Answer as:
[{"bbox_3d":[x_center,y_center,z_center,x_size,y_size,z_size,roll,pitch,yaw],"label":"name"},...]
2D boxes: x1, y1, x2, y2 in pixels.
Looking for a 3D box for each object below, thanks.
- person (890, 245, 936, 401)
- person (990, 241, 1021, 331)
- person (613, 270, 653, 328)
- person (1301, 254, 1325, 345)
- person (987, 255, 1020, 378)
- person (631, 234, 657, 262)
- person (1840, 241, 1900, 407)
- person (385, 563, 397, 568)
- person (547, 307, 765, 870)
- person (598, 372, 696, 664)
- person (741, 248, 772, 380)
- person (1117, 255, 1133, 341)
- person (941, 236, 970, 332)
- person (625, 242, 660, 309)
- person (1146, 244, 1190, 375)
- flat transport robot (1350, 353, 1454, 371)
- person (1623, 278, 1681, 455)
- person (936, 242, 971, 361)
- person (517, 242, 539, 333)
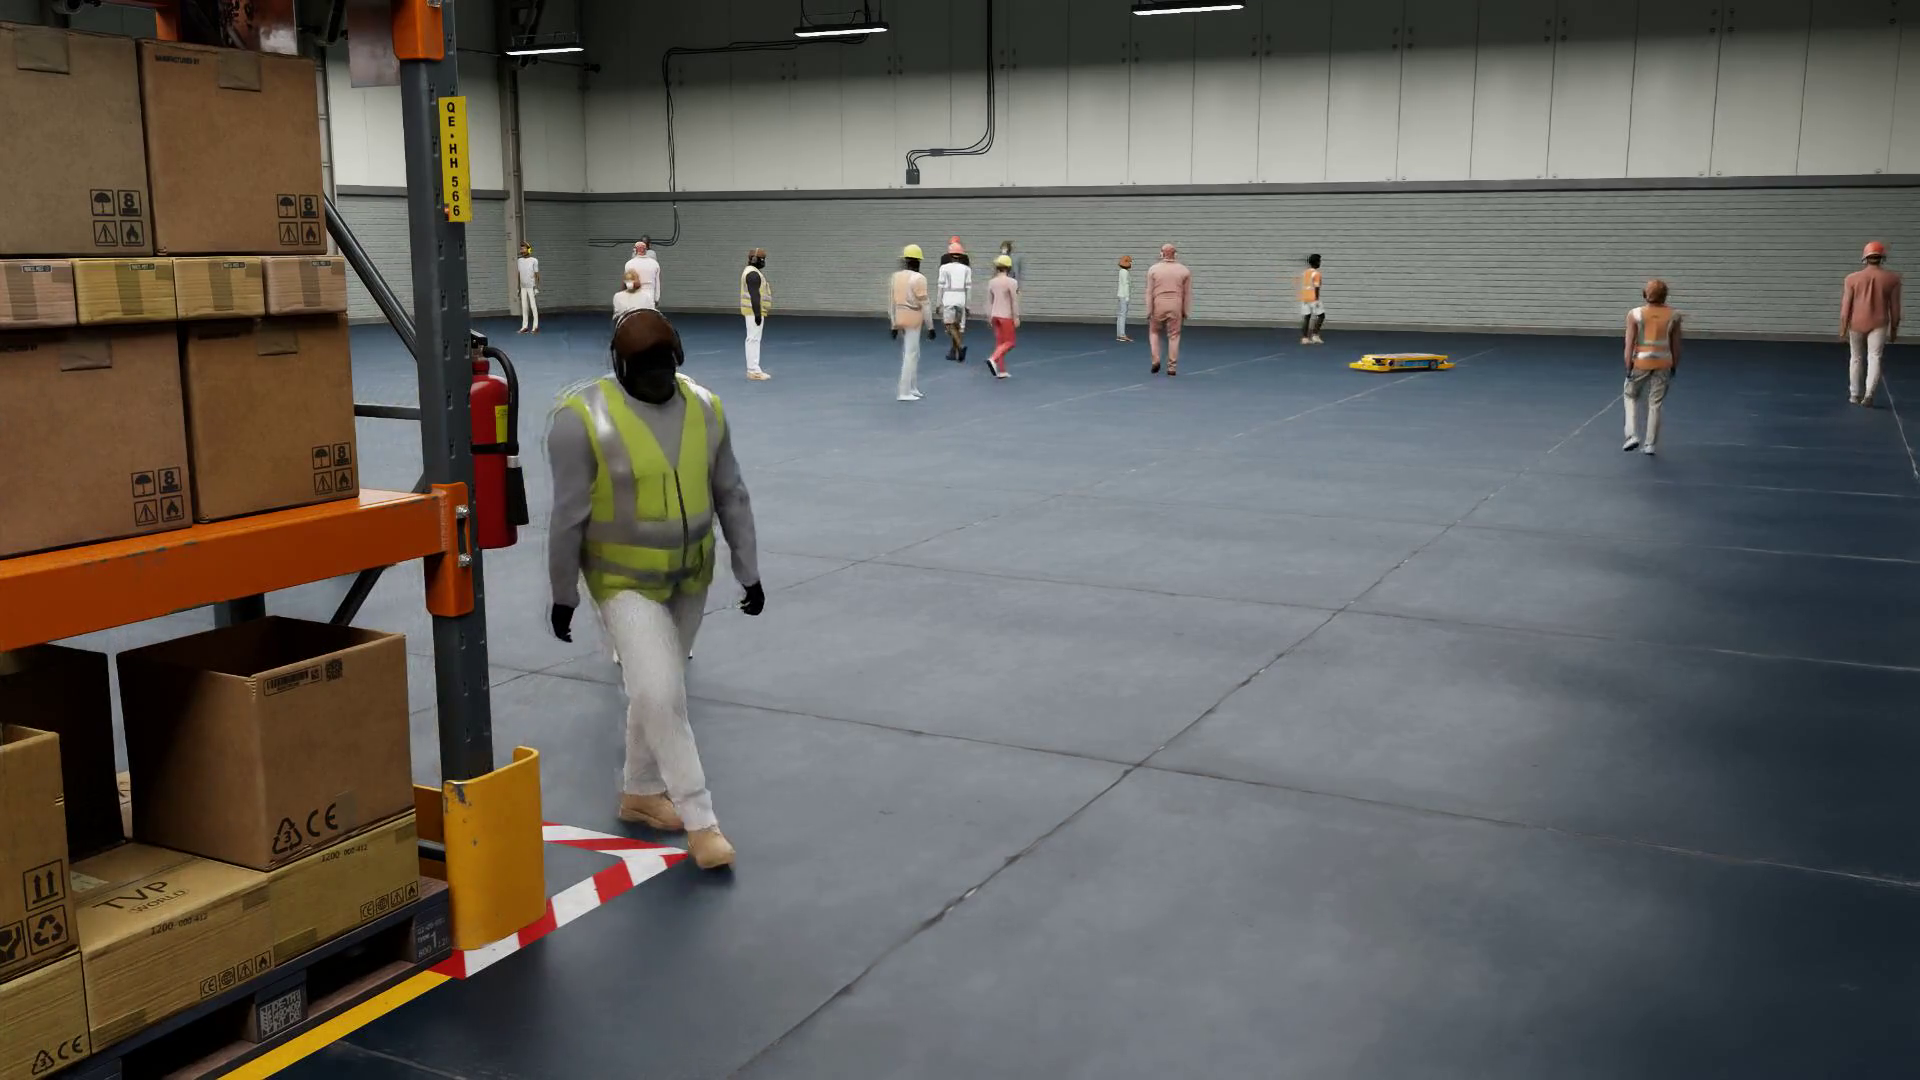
[{"bbox_3d":[-0.538,-2.655,20.406,0.652,1.905,0.592,-8,13,-37],"label":"person"},{"bbox_3d":[0.949,-5.361,35.212,0.650,1.879,1.017,4,11,22],"label":"person"},{"bbox_3d":[-4.038,-2.533,20.571,0.519,1.580,0.842,0,10,1],"label":"person"},{"bbox_3d":[6.565,-4.442,30.757,0.499,1.681,0.537,-4,11,-21],"label":"person"},{"bbox_3d":[0.560,-3.133,23.419,0.533,1.747,0.539,-10,14,-44],"label":"person"},{"bbox_3d":[-7.530,-6.338,40.103,0.688,2.000,0.538,4,11,22],"label":"person"},{"bbox_3d":[10.849,-2.573,19.824,0.626,1.957,0.970,5,12,26],"label":"person"},{"bbox_3d":[-3.956,-0.737,9.940,0.937,1.908,0.629,-5,11,-24],"label":"person"},{"bbox_3d":[-0.937,0.149,5.402,0.711,1.789,0.817,-10,14,-44],"label":"person"},{"bbox_3d":[-1.484,-0.235,7.918,0.511,1.641,0.308,-3,11,-18],"label":"person"},{"bbox_3d":[-2.870,-3.179,23.443,0.430,1.837,0.619,-2,11,-11],"label":"person"},{"bbox_3d":[3.179,-4.660,32.055,0.278,1.636,0.499,-1,10,-6],"label":"person"},{"bbox_3d":[-0.101,-5.342,34.798,0.622,1.992,0.393,-1,10,-3],"label":"person"},{"bbox_3d":[-5.449,-4.135,28.458,0.652,1.906,0.409,-8,13,-38],"label":"person"},{"bbox_3d":[3.011,-3.341,24.171,0.648,1.892,0.555,0,10,-1],"label":"person"},{"bbox_3d":[6.651,-2.681,24.992,1.431,0.197,0.652,-5,11,-24],"label":"flat transport robot"},{"bbox_3d":[6.395,-1.600,15.413,0.520,1.624,0.432,2,11,8],"label":"person"},{"bbox_3d":[-0.061,-3.812,26.698,0.550,1.914,0.829,-5,12,-25],"label":"person"},{"bbox_3d":[-8.974,-5.225,34.502,0.521,1.871,0.325,3,11,18],"label":"person"}]
